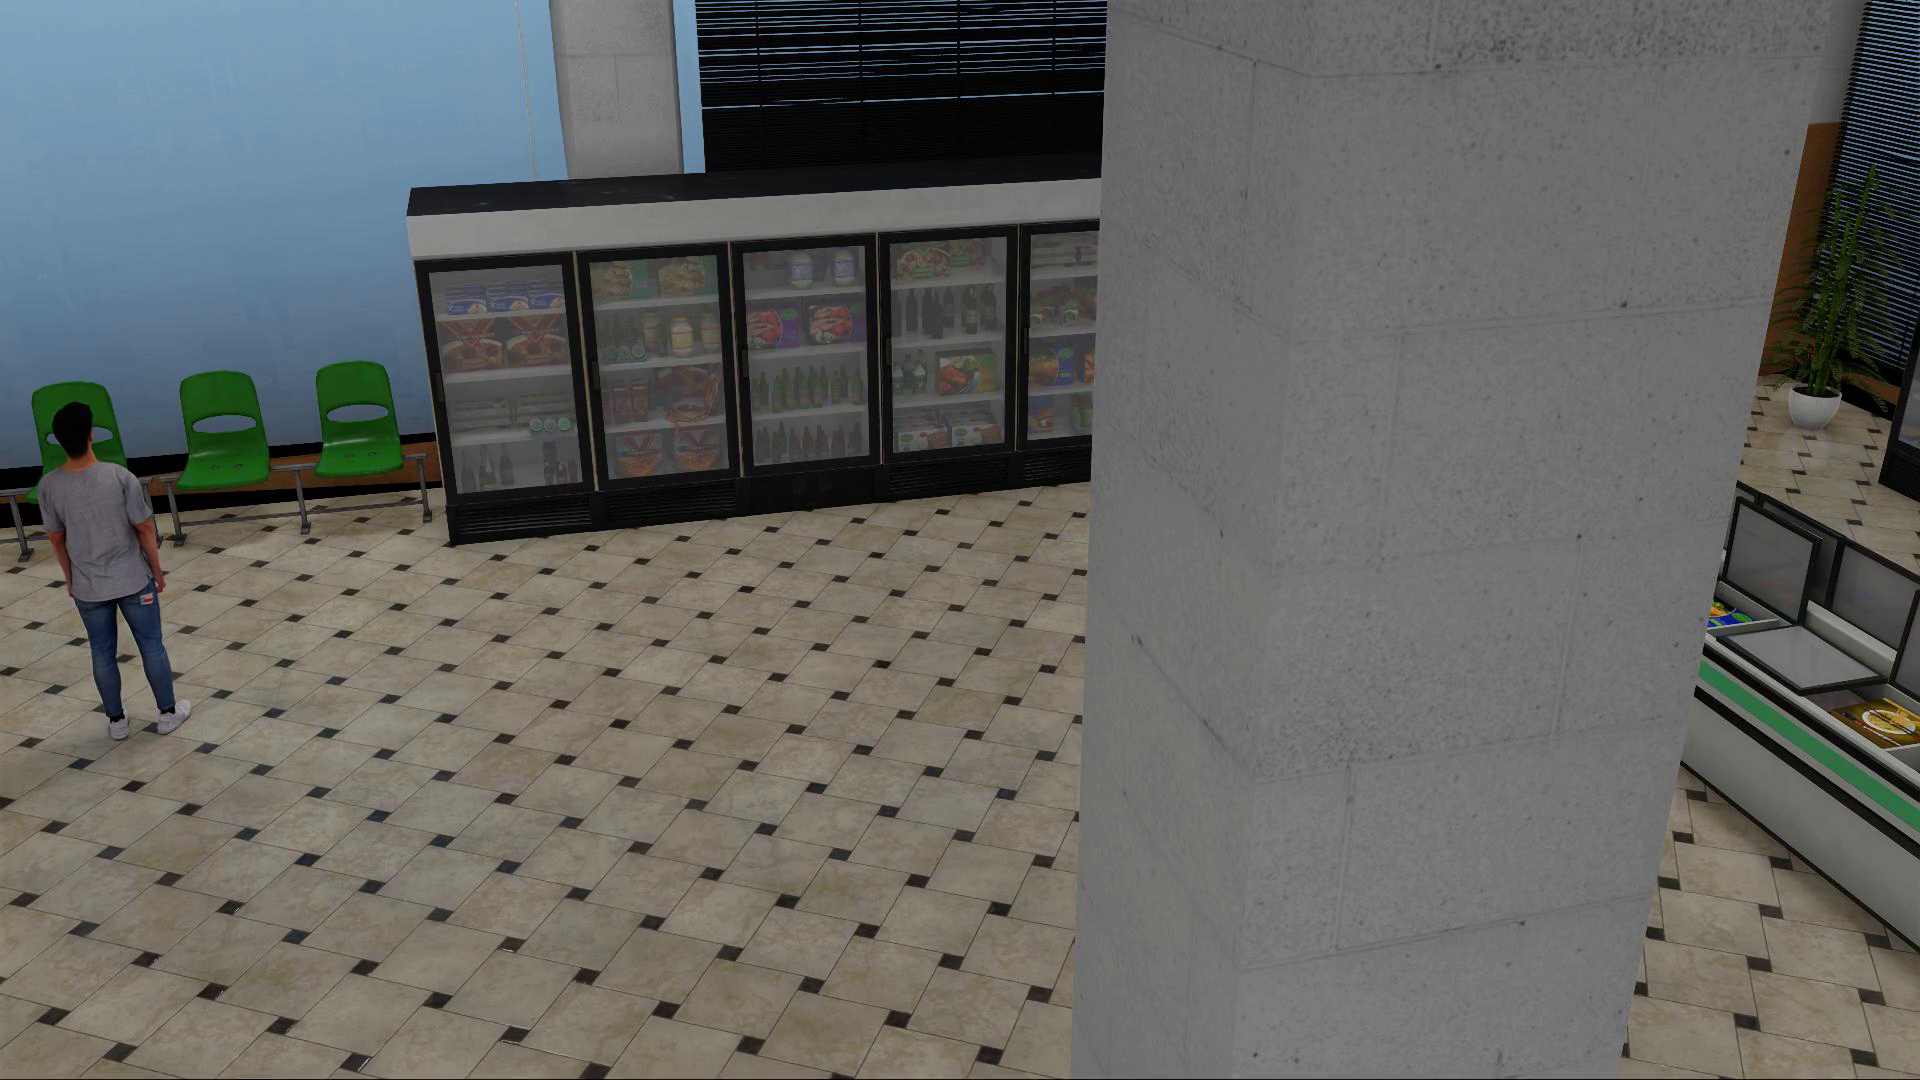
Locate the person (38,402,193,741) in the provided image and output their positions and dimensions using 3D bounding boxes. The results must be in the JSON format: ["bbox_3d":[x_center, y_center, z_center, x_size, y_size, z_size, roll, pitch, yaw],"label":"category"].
[{"bbox_3d":[-4.523,0.175,8.846,0.656,1.890,0.543,-6,24,-14],"label":"person"}]
